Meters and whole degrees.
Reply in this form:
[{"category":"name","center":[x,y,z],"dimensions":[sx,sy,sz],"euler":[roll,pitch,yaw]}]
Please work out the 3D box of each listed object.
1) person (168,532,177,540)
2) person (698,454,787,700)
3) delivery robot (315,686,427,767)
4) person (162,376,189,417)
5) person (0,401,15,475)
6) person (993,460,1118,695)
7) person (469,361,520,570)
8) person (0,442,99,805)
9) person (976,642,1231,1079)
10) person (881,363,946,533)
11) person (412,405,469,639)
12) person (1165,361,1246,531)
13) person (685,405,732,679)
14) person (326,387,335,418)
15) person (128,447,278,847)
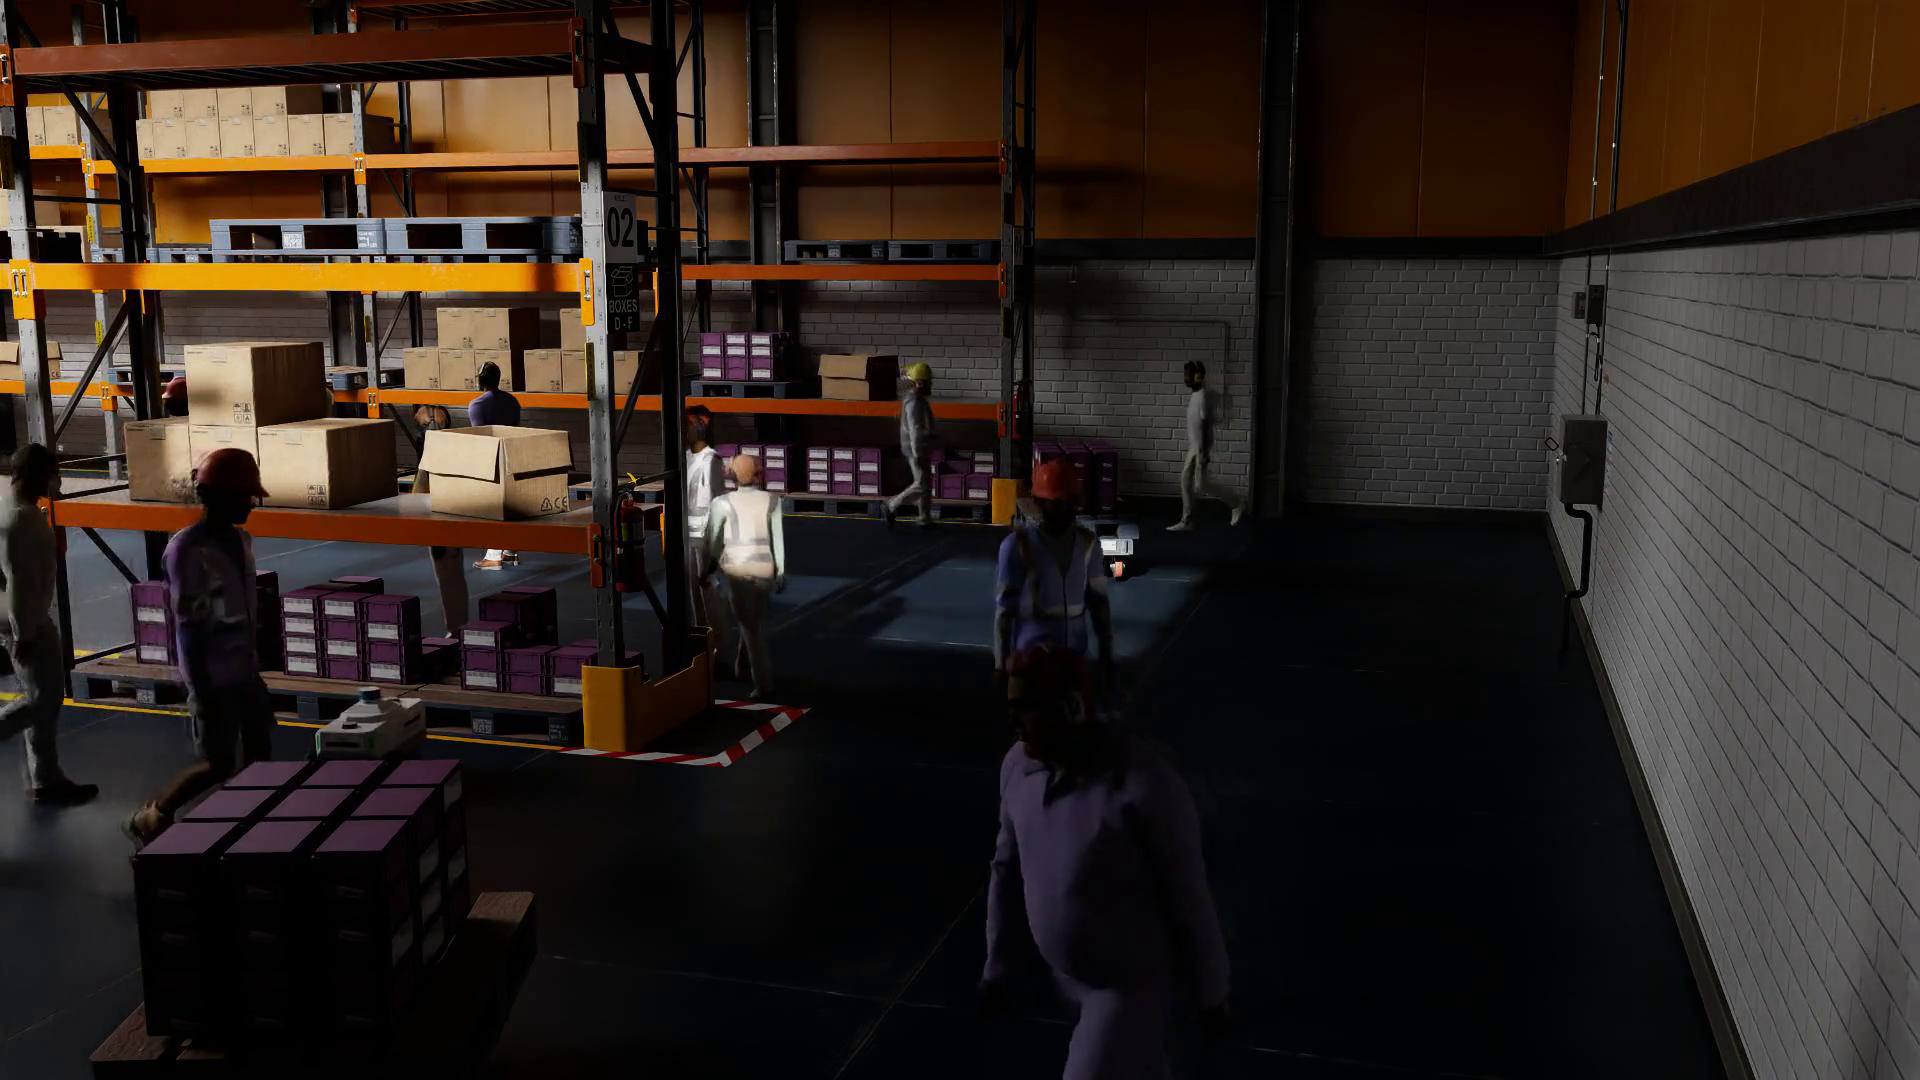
[{"category":"person","center":[-6.158,-0.143,13.085],"dimensions":[0.457,1.623,0.532],"euler":[5,10,26]},{"category":"person","center":[-1.396,0.231,10.964],"dimensions":[0.521,1.591,0.887],"euler":[-5,11,-30]},{"category":"delivery robot","center":[-3.153,1.030,8.932],"dimensions":[0.477,0.478,0.707],"euler":[1,9,5]},{"category":"person","center":[-6.202,-0.348,13.396],"dimensions":[0.348,1.943,0.543],"euler":[-8,12,-39]},{"category":"person","center":[-8.637,-0.599,14.763],"dimensions":[0.610,1.996,0.384],"euler":[5,11,29]},{"category":"person","center":[0.485,0.547,8.115],"dimensions":[0.567,1.882,0.978],"euler":[-5,10,-27]},{"category":"person","center":[-4.343,-0.691,15.497],"dimensions":[0.361,1.939,0.635],"euler":[4,10,22]},{"category":"person","center":[-4.906,0.458,8.587],"dimensions":[0.615,1.906,0.685],"euler":[-5,10,-26]},{"category":"person","center":[0.343,1.172,4.492],"dimensions":[1.031,1.828,0.654],"euler":[-6,11,-32]},{"category":"person","center":[-0.481,-0.956,17.483],"dimensions":[0.597,1.816,0.608],"euler":[1,9,5]},{"category":"person","center":[-3.714,-0.052,11.930],"dimensions":[0.429,1.837,0.625],"euler":[-2,10,-15]},{"category":"person","center":[2.618,-0.986,17.630],"dimensions":[0.753,1.840,0.521],"euler":[-1,9,-6]},{"category":"person","center":[-1.760,0.011,11.394],"dimensions":[0.338,1.882,0.596],"euler":[-4,10,-23]},{"category":"person","center":[-6.743,-0.932,17.267],"dimensions":[0.429,1.844,0.626],"euler":[2,9,9]},{"category":"person","center":[-3.419,0.585,7.508],"dimensions":[0.728,2.013,0.628],"euler":[1,9,8]}]
